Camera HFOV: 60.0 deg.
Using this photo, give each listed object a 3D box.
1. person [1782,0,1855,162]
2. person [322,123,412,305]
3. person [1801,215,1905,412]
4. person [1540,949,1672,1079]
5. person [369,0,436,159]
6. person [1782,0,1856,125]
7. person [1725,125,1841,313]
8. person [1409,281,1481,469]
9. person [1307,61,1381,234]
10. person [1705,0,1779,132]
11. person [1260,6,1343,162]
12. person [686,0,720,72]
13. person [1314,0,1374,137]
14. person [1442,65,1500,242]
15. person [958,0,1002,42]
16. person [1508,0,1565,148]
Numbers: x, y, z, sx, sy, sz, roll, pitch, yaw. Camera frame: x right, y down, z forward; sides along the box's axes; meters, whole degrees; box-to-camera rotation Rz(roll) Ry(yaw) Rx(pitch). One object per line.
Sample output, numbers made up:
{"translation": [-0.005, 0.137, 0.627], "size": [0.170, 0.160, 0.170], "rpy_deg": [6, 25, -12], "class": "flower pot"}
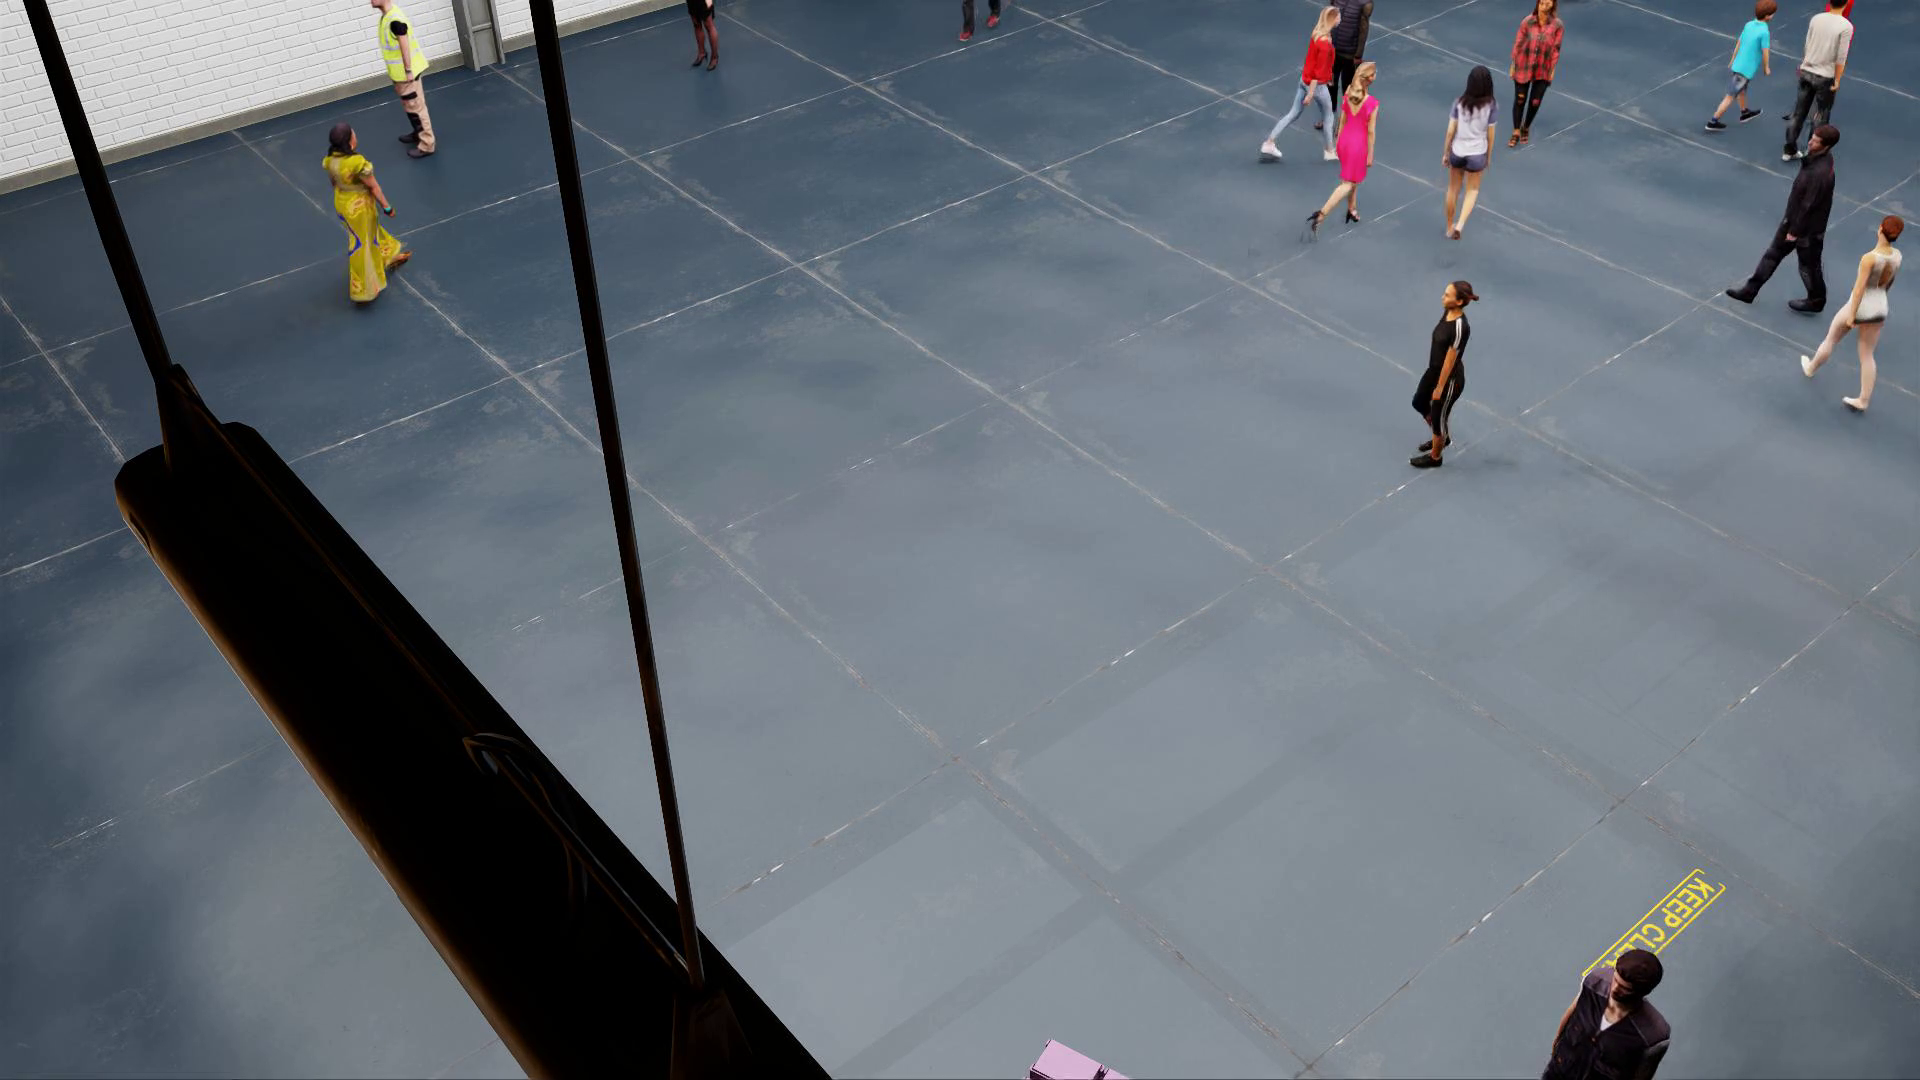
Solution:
{"translation": [8.775, -4.766, 17.134], "size": [0.734, 1.784, 0.692], "rpy_deg": [-22, 44, -25], "class": "person"}
{"translation": [-5.449, -2.891, 14.914], "size": [0.993, 1.625, 1.231], "rpy_deg": [24, 44, 27], "class": "person"}
{"translation": [7.434, -1.805, 13.570], "size": [1.023, 1.607, 0.923], "rpy_deg": [-12, 40, -14], "class": "person"}
{"translation": [3.069, 2.545, 7.940], "size": [0.965, 1.835, 0.767], "rpy_deg": [-20, 43, -23], "class": "person"}
{"translation": [-5.791, -4.916, 17.280], "size": [0.767, 1.838, 0.776], "rpy_deg": [-16, 41, -19], "class": "person"}
{"translation": [9.408, -5.267, 17.808], "size": [0.730, 1.726, 0.683], "rpy_deg": [26, 46, 29], "class": "person"}
{"translation": [7.531, -2.790, 14.657], "size": [1.209, 1.789, 1.175], "rpy_deg": [10, 40, 12], "class": "person"}
{"translation": [3.822, -1.256, 12.842], "size": [0.761, 1.657, 0.708], "rpy_deg": [0, 39, 0], "class": "person"}
{"translation": [3.692, -3.706, 15.877], "size": [1.028, 1.698, 0.648], "rpy_deg": [-22, 44, -25], "class": "person"}
{"translation": [8.331, -5.047, 17.784], "size": [0.985, 1.413, 0.816], "rpy_deg": [-6, 39, -7], "class": "person"}
{"translation": [3.544, -4.648, 17.087], "size": [1.223, 1.659, 1.001], "rpy_deg": [-5, 39, -7], "class": "person"}
{"translation": [-2.977, -6.240, 19.044], "size": [0.620, 1.704, 0.550], "rpy_deg": [28, 46, 30], "class": "person"}
{"translation": [4.085, -5.215, 17.657], "size": [0.562, 1.835, 0.683], "rpy_deg": [-26, 45, -28], "class": "person"}
{"translation": [4.800, -3.603, 15.734], "size": [0.811, 1.716, 0.924], "rpy_deg": [18, 42, 21], "class": "person"}
{"translation": [0.288, -6.924, 19.852], "size": [0.944, 1.766, 1.216], "rpy_deg": [18, 42, 21], "class": "person"}
{"translation": [6.024, -4.950, 17.439], "size": [0.724, 1.692, 0.735], "rpy_deg": [16, 41, 19], "class": "person"}
